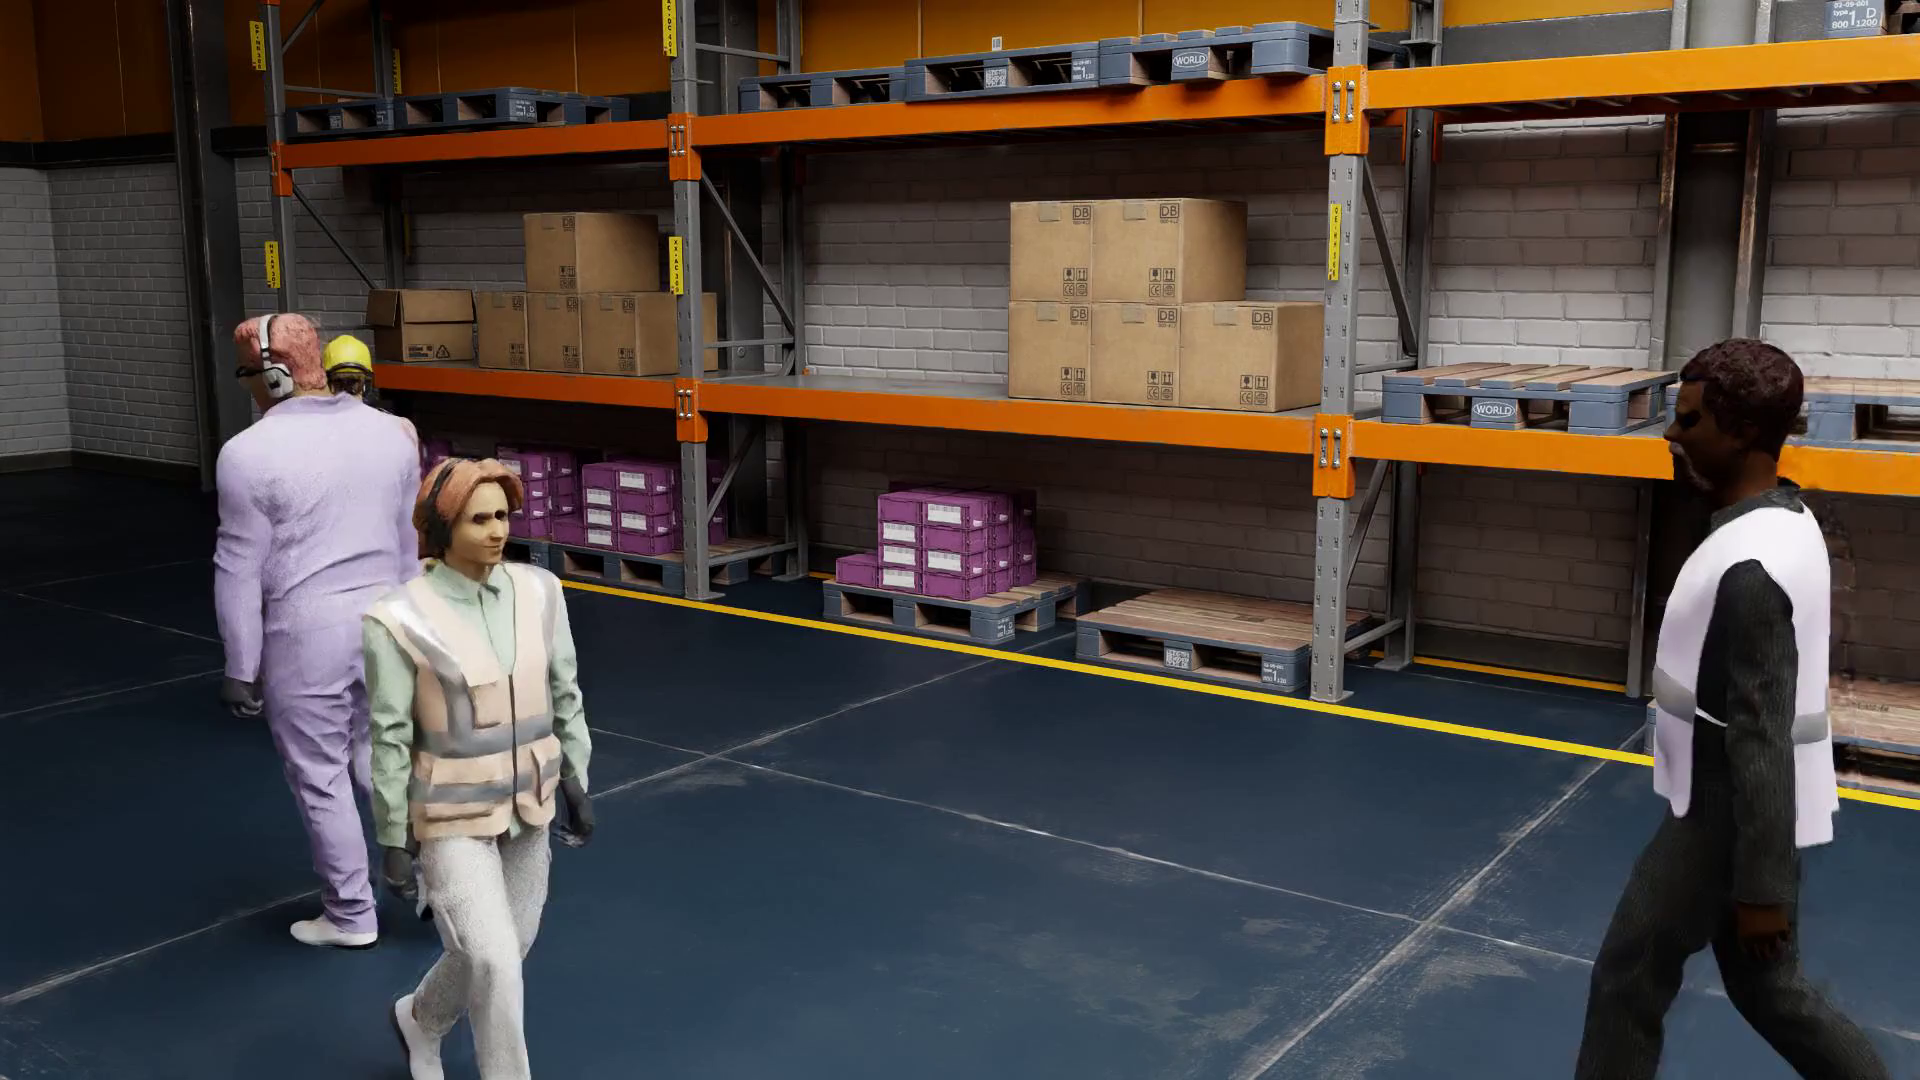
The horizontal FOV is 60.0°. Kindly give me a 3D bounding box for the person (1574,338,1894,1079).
[{"bbox_3d":[1.577,0.541,3.302,0.946,1.889,0.597,5,11,29],"label":"person"}]

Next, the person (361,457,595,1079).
[{"bbox_3d":[-1.103,0.604,3.737,0.756,1.615,0.521,7,12,36],"label":"person"}]

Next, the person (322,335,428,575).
[{"bbox_3d":[-2.500,0.021,6.860,0.542,1.712,0.903,-5,11,-29],"label":"person"}]

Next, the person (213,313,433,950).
[{"bbox_3d":[-1.801,0.294,4.781,0.502,1.880,0.650,5,11,26],"label":"person"}]
